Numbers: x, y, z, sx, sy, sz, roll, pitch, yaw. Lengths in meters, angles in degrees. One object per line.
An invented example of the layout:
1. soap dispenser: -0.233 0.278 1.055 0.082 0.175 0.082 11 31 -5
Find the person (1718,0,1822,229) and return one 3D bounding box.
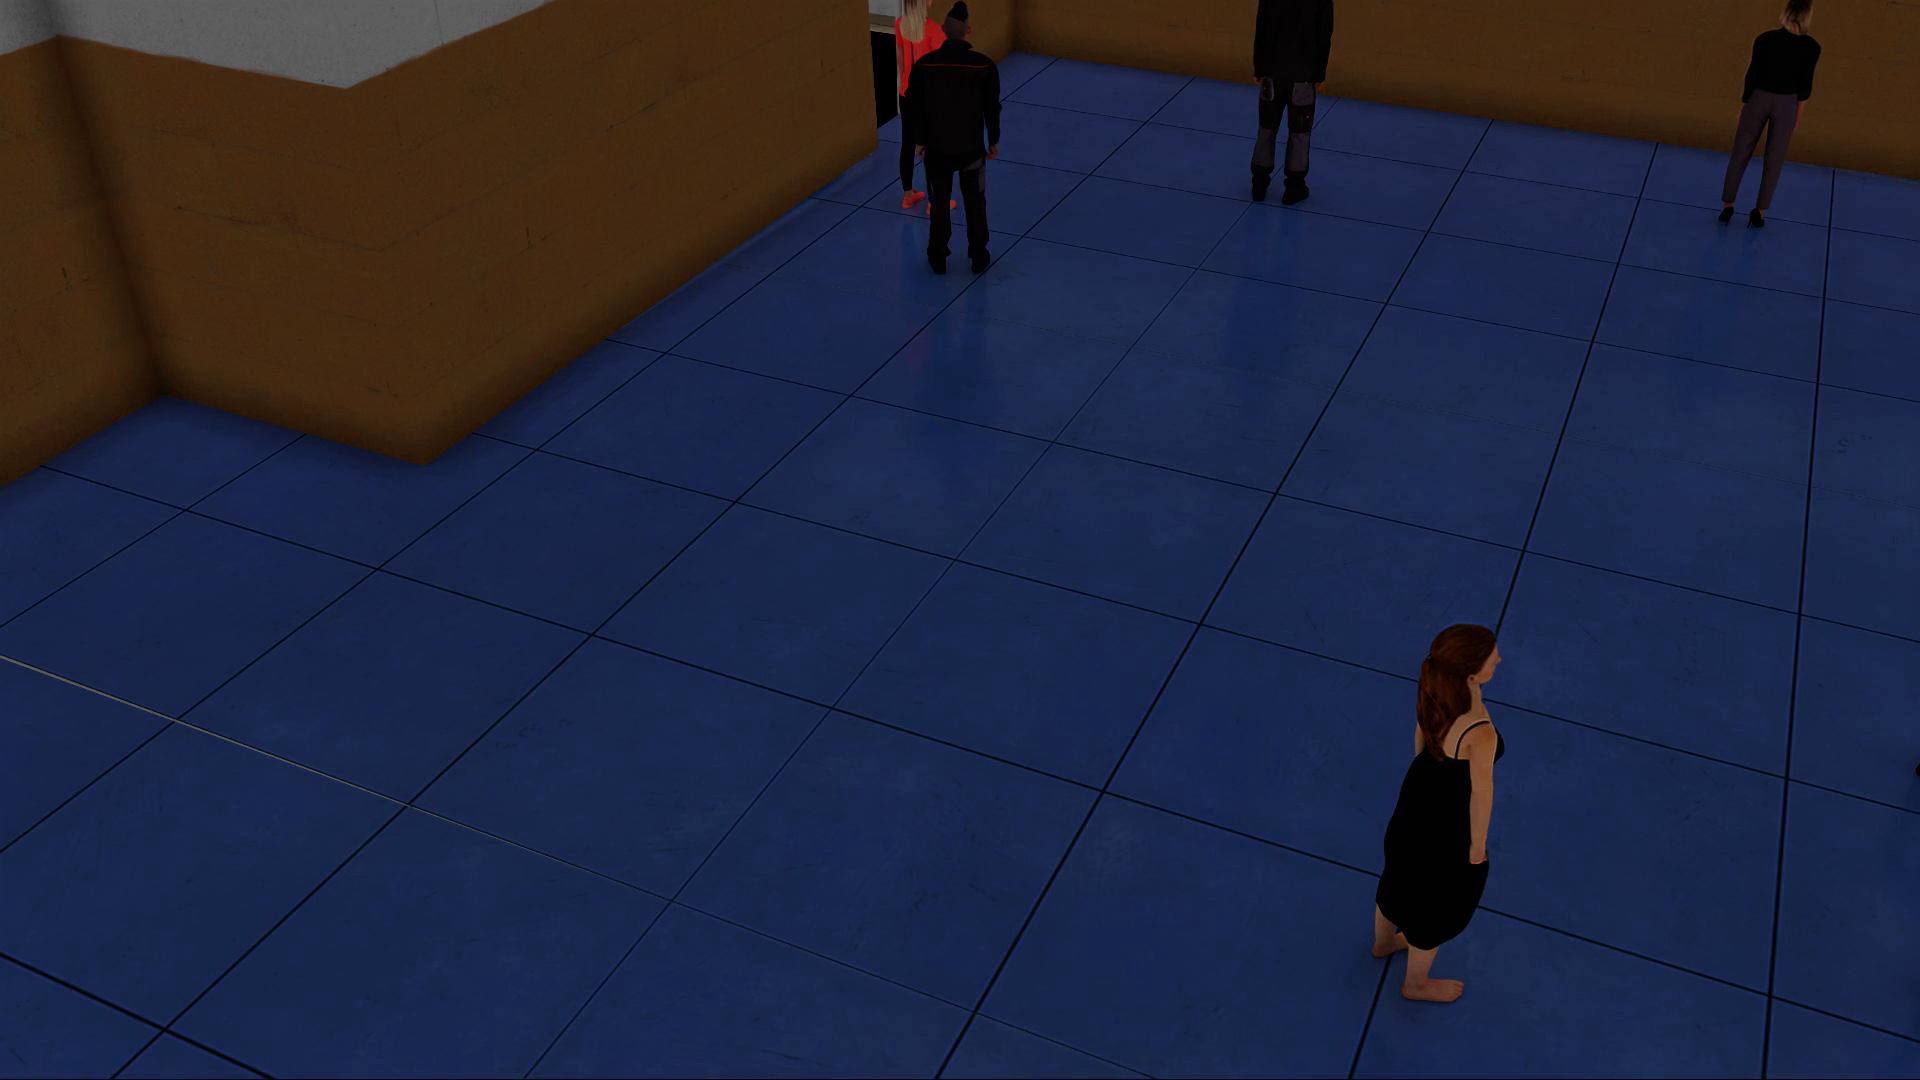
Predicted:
1. person: 5.764 -3.033 11.845 0.468 1.672 0.660 17 37 23

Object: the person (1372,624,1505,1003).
1. person: 1.691 0.960 5.884 0.732 1.625 0.676 -10 35 -14

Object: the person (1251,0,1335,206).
1. person: 2.416 -3.444 12.215 0.532 1.945 0.767 13 36 18

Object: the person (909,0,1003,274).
1. person: -0.026 -2.692 11.138 0.729 1.862 0.913 1 34 2

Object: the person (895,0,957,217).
1. person: -0.279 -3.218 12.103 0.539 1.694 0.698 24 40 31
